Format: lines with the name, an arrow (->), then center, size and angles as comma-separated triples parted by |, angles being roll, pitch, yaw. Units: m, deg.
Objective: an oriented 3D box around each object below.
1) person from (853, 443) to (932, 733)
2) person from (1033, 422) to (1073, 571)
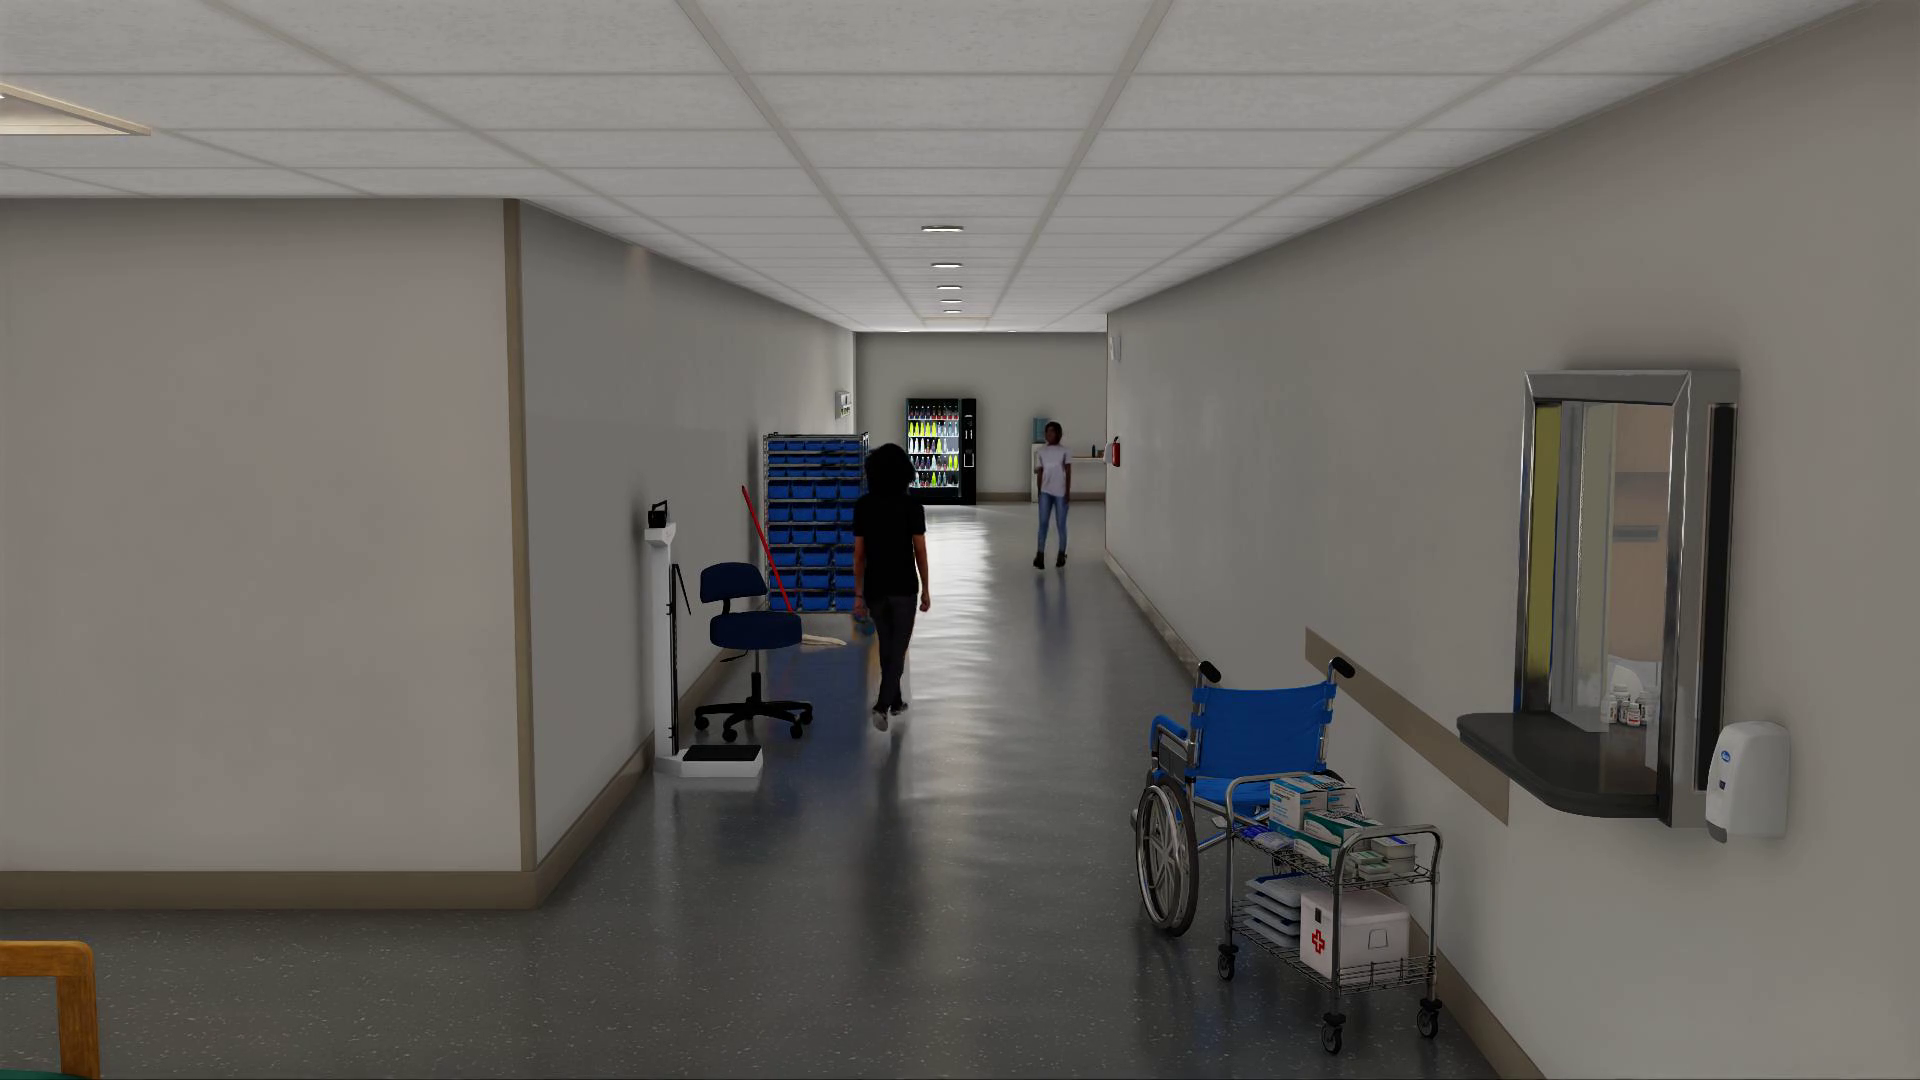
person -> -0.451, 0.315, 10.536 | 1.142, 1.801, 0.884 | 1, 6, 14
person -> 1.122, -0.490, 19.201 | 1.100, 1.681, 0.849 | 2, 6, 16
